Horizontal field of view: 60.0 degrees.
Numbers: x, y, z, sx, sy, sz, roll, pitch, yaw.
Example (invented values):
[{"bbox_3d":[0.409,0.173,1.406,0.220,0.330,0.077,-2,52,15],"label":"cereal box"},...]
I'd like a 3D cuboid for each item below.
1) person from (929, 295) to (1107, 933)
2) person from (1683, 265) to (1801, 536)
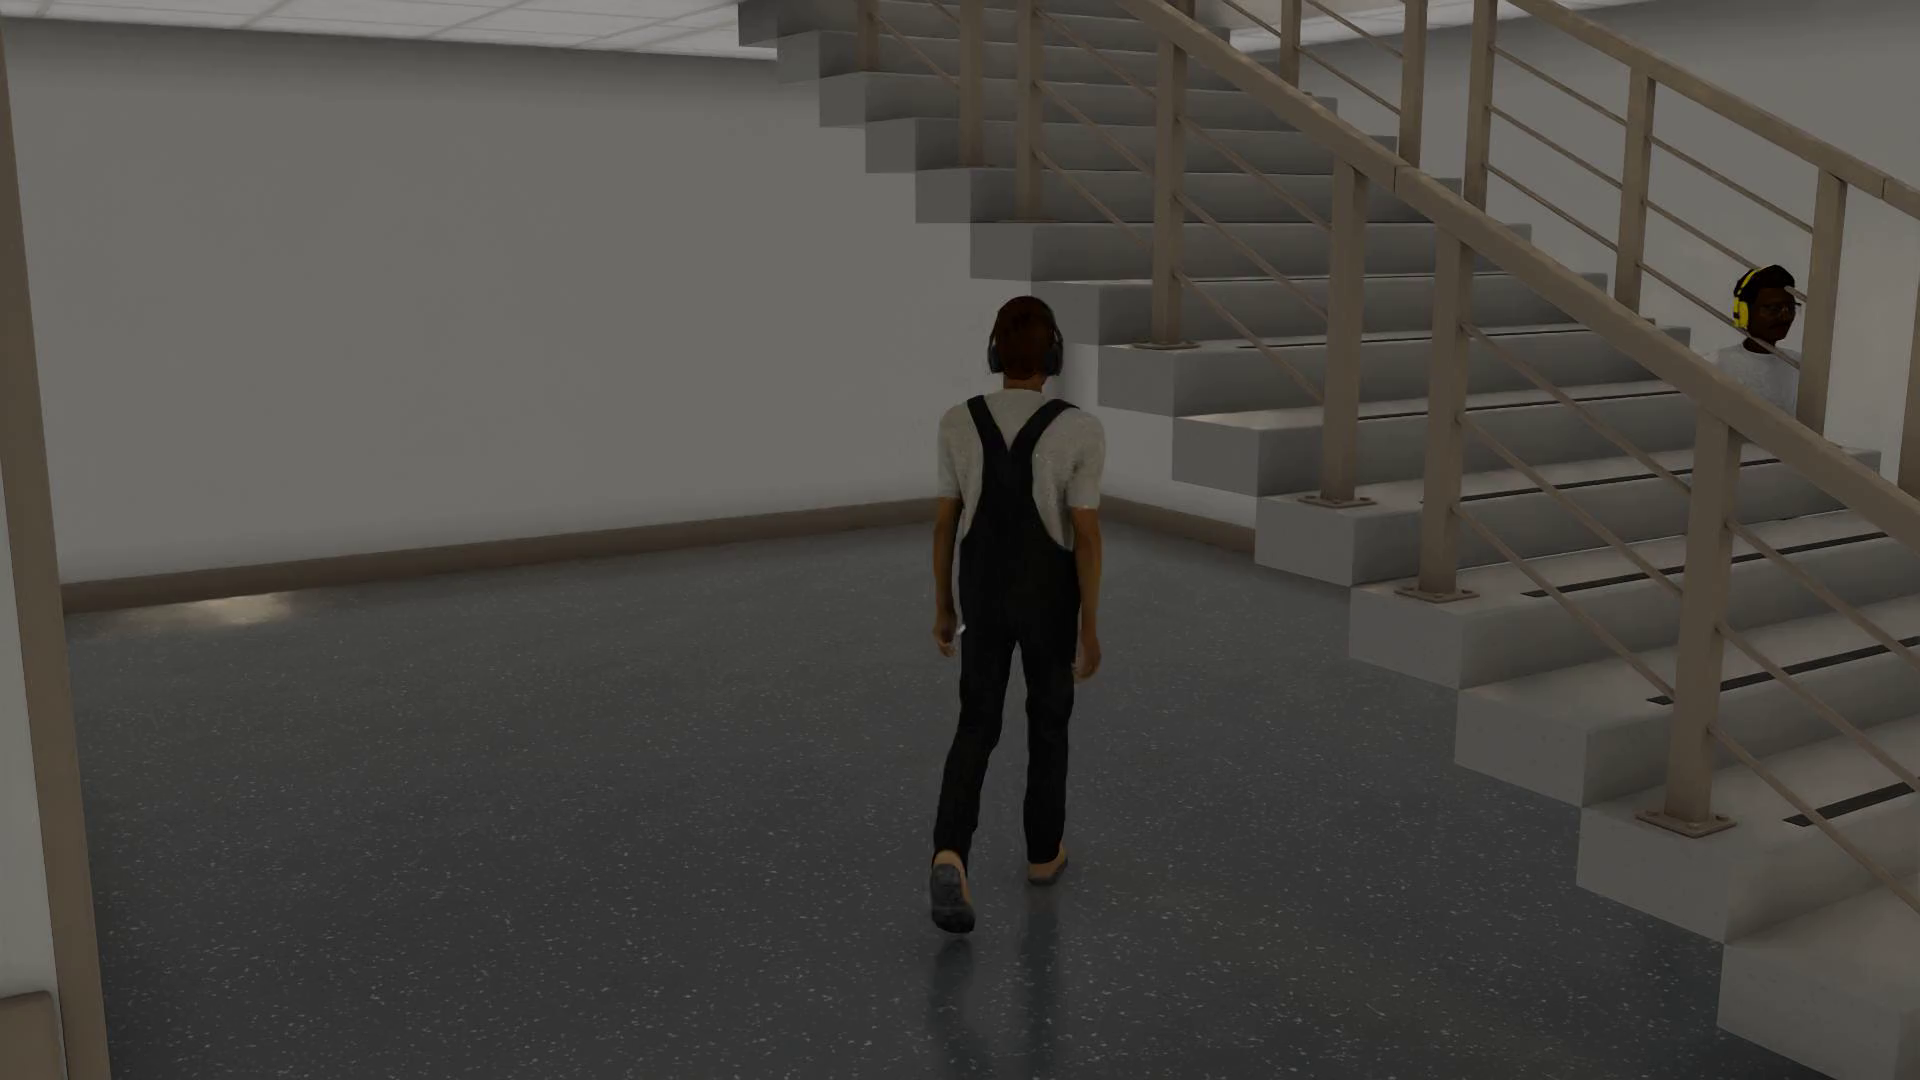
[{"bbox_3d":[0.143,0.213,4.812,0.521,1.826,0.819,3,11,17],"label":"person"},{"bbox_3d":[2.992,-0.100,6.318,0.533,1.871,0.320,-4,11,-18],"label":"person"}]
